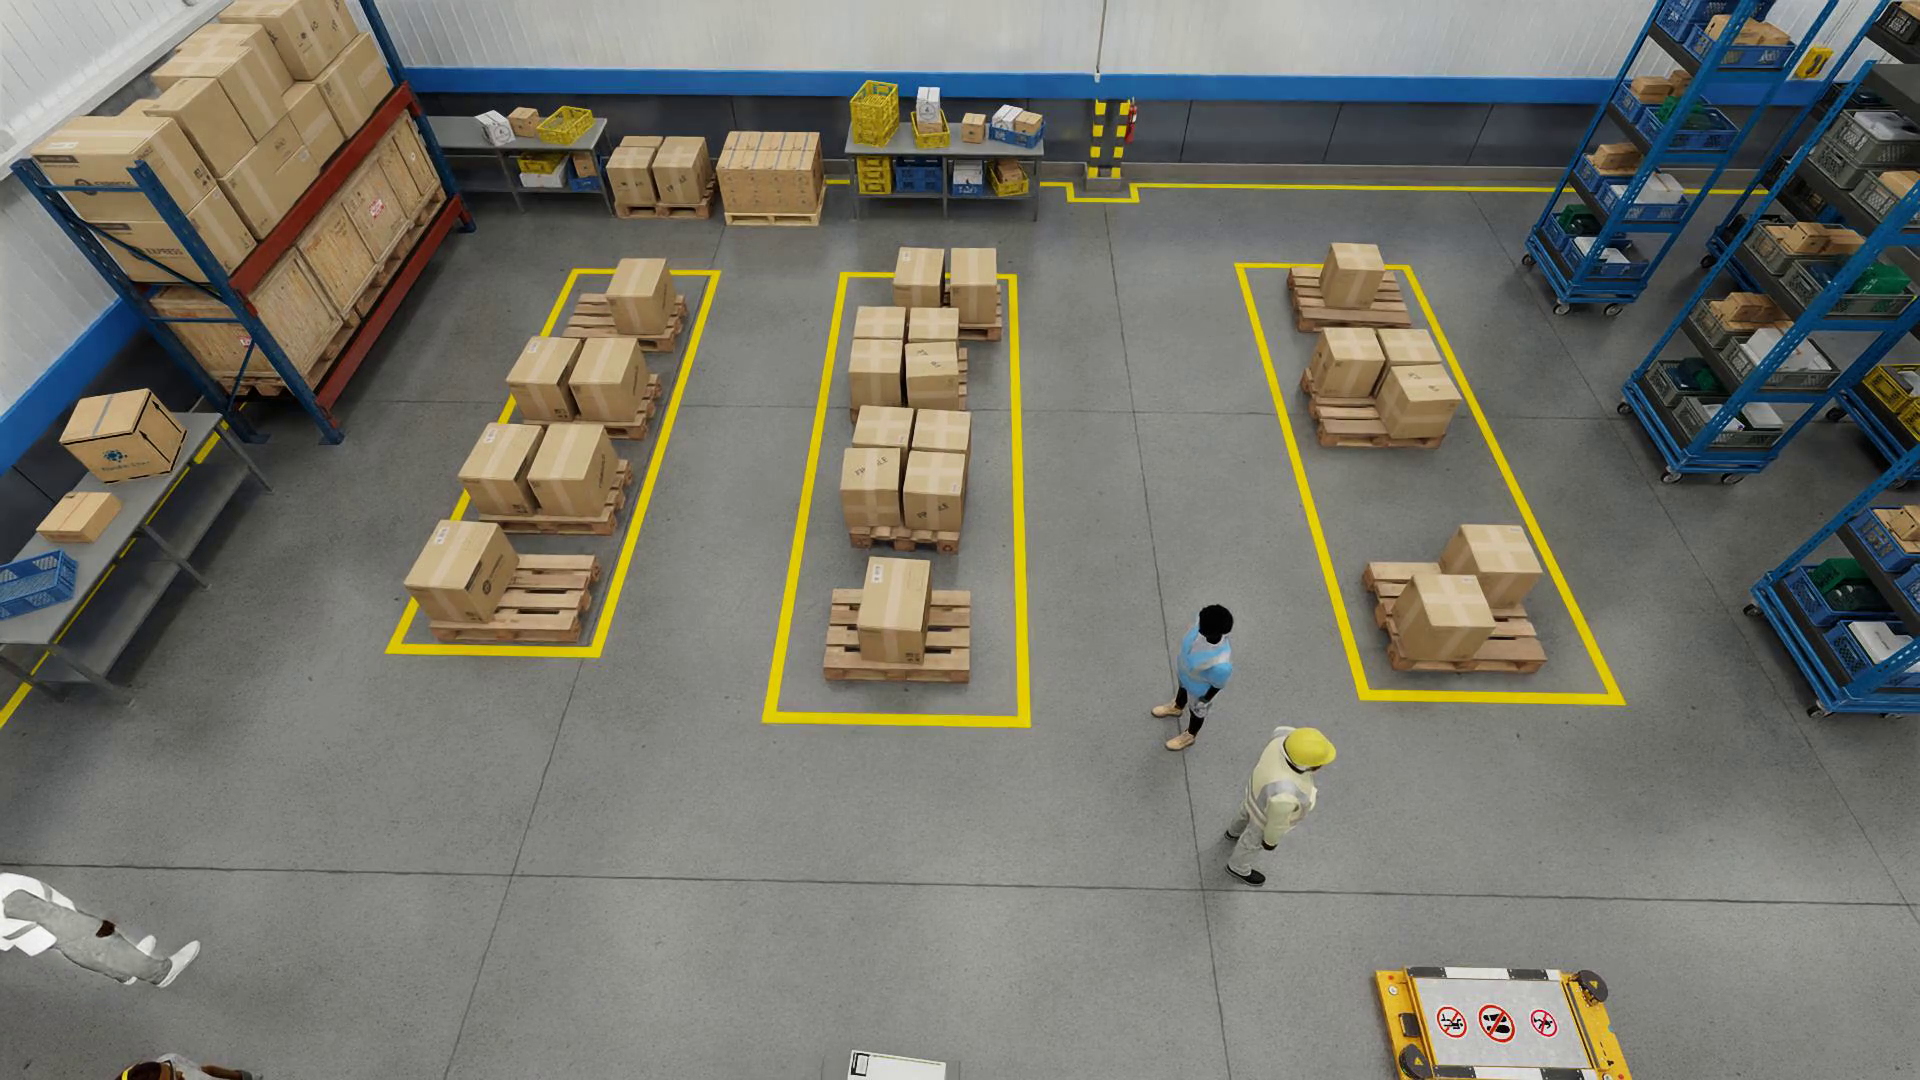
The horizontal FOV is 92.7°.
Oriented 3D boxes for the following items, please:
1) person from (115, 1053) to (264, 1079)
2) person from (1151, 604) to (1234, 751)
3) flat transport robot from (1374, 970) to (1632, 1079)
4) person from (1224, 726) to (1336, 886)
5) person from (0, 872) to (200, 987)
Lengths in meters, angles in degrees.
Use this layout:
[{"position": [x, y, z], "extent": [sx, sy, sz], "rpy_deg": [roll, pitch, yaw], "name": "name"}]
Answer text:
[{"position": [-3.875, 3.112, 4.915], "extent": [0.332, 1.862, 0.507], "rpy_deg": [-22, 54, -17], "name": "person"}, {"position": [1.739, 1.000, 6.741], "extent": [0.319, 1.694, 0.532], "rpy_deg": [-9, 51, -7], "name": "person"}, {"position": [3.501, 3.133, 5.914], "extent": [1.431, 0.197, 0.652], "rpy_deg": [1, 51, 1], "name": "flat transport robot"}, {"position": [2.075, 1.737, 6.049], "extent": [0.403, 1.837, 0.590], "rpy_deg": [9, 51, 8], "name": "person"}, {"position": [-5.501, 2.313, 5.528], "extent": [0.592, 1.917, 0.375], "rpy_deg": [6, 51, 5], "name": "person"}]
